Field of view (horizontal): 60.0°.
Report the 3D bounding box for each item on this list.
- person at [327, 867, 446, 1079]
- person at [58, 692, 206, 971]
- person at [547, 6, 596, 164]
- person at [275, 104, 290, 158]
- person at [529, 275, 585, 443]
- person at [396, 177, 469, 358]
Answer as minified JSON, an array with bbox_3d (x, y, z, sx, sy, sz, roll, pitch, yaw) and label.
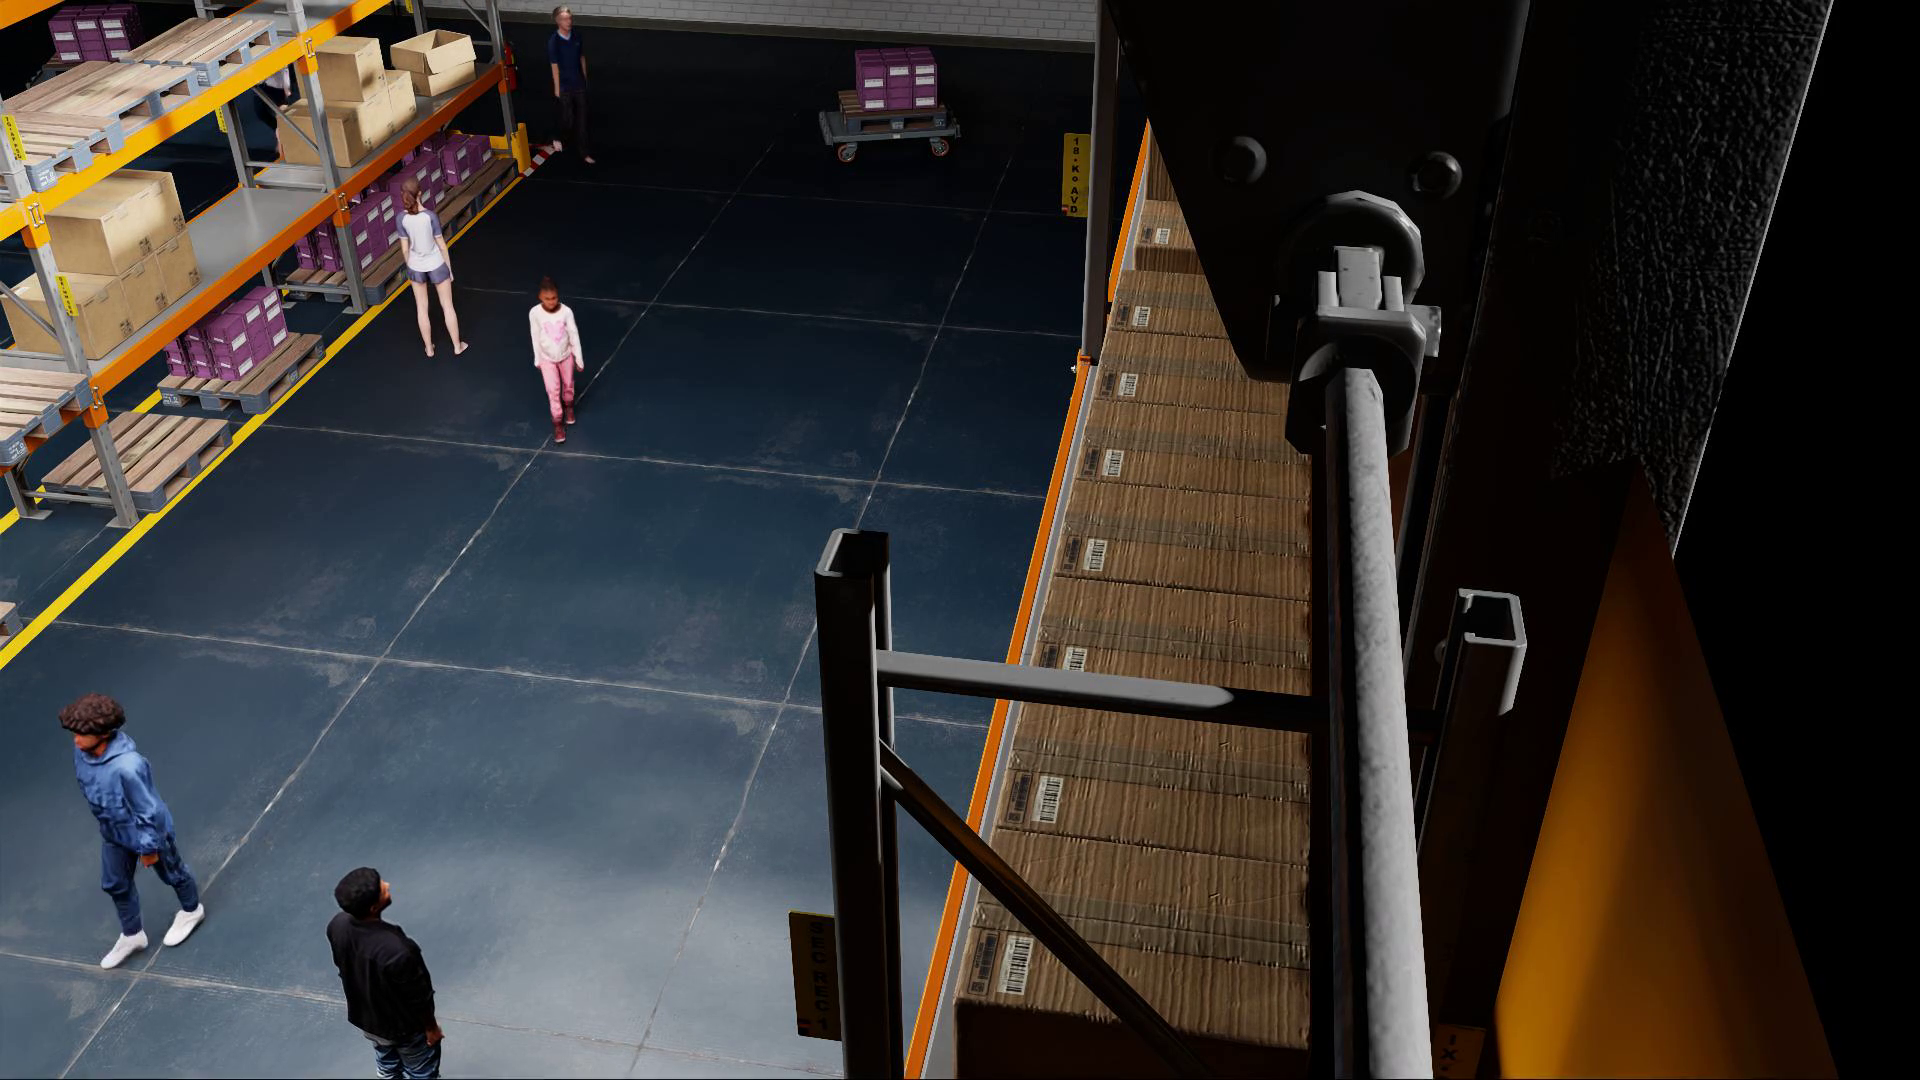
[{"bbox_3d":[-2.801,2.310,8.193,0.768,1.813,0.726,18,37,24],"label":"person"},{"bbox_3d":[-4.583,1.547,9.359,0.814,1.793,0.914,15,36,21],"label":"person"},{"bbox_3d":[-4.691,-5.411,19.768,0.964,1.859,0.930,29,43,36],"label":"person"},{"bbox_3d":[-7.385,-4.194,18.476,0.514,1.263,0.530,2,34,3],"label":"person"},{"bbox_3d":[-3.512,-1.640,14.482,0.784,1.430,0.944,-8,34,-12],"label":"person"},{"bbox_3d":[-4.976,-2.546,15.540,0.642,1.768,0.657,-4,34,-6],"label":"person"}]
